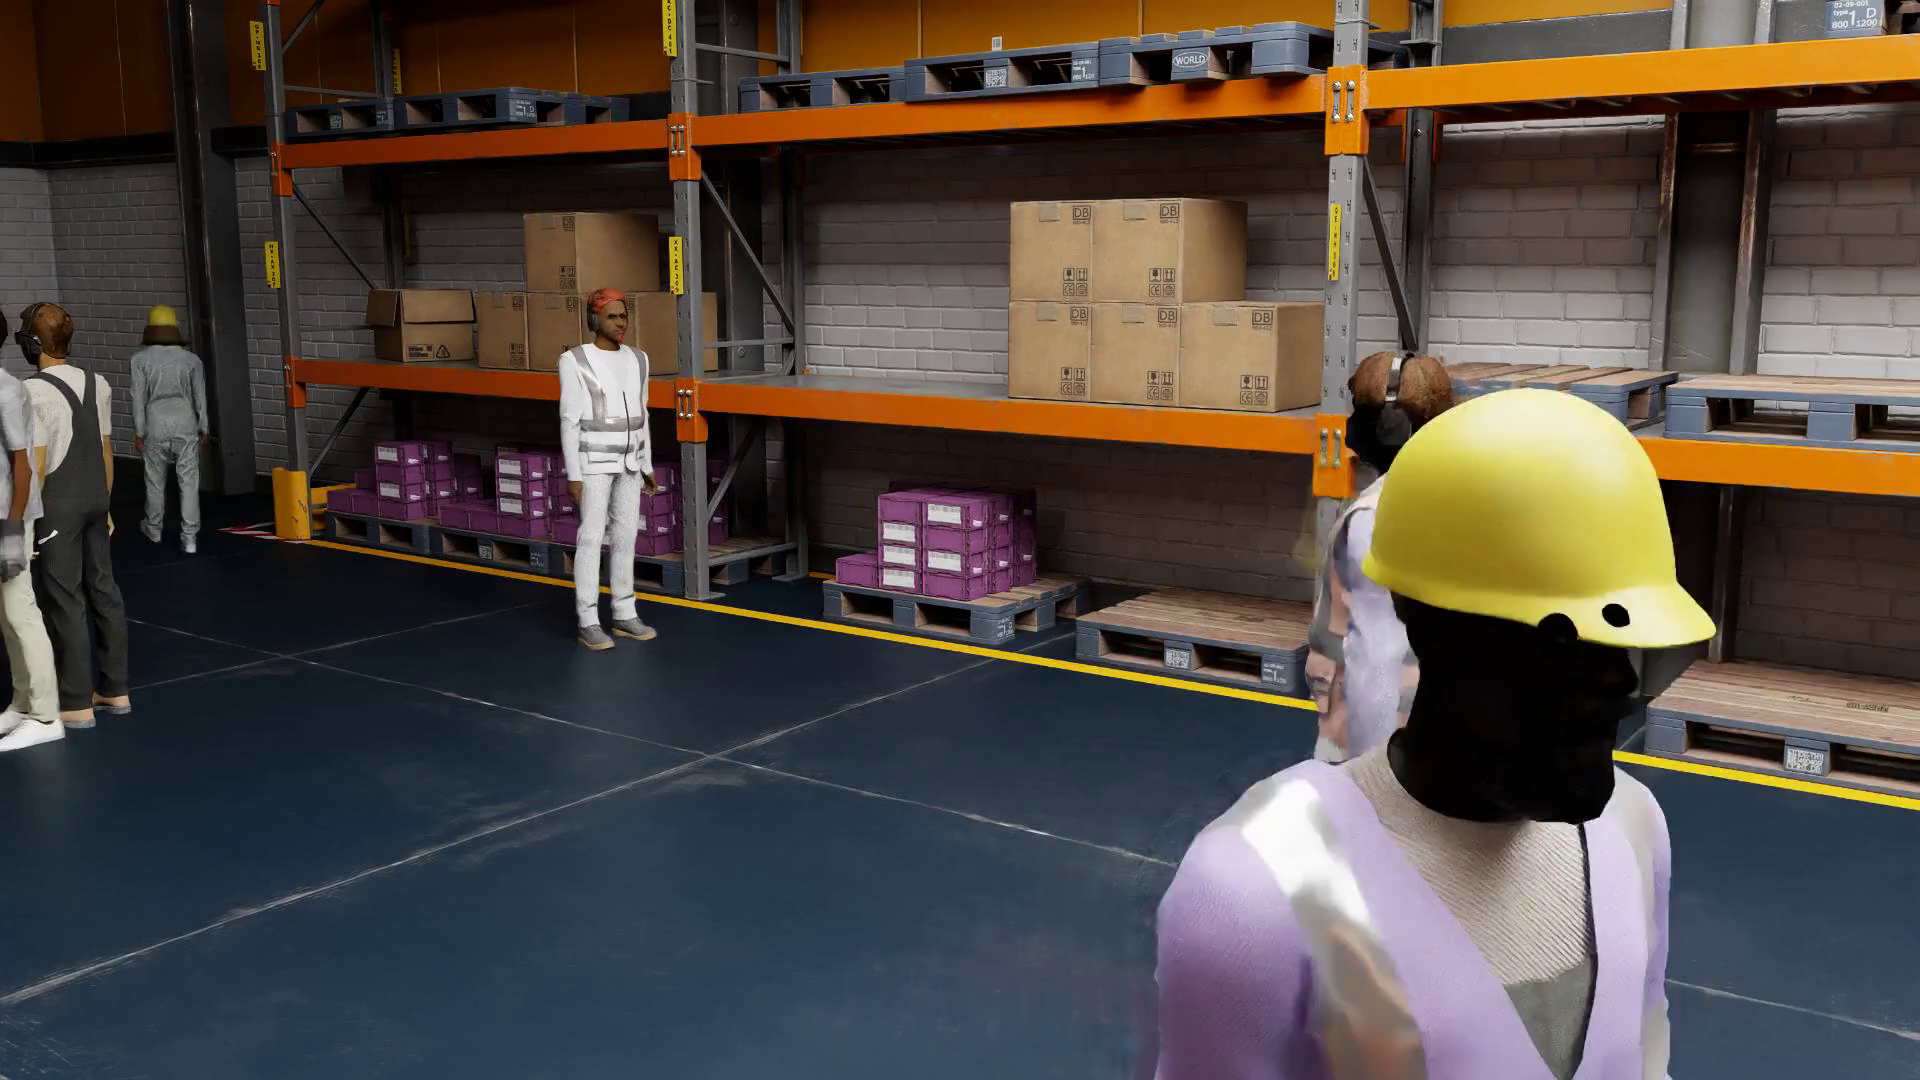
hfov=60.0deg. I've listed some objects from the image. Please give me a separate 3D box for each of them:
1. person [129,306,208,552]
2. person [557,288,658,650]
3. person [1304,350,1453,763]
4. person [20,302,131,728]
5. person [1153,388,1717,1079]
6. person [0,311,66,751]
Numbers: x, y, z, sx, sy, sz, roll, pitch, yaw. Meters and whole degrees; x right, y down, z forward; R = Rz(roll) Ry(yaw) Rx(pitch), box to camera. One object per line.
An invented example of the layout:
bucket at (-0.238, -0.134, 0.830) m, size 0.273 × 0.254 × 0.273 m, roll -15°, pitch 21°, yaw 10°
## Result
person at (-5.574, -0.788, 11.714) m, size 0.511 × 1.696 × 0.873 m, roll -7°, pitch 12°, yaw -36°
person at (-1.843, -0.377, 8.747) m, size 0.337 × 1.882 × 0.583 m, roll 7°, pitch 12°, yaw 38°
person at (1.114, 0.451, 4.014) m, size 0.735 × 1.819 × 0.632 m, roll 8°, pitch 12°, yaw 40°
person at (-3.883, -0.102, 7.224) m, size 0.344 × 1.847 × 0.505 m, roll 2°, pitch 10°, yaw 14°
person at (0.472, 0.824, 1.492) m, size 0.611 × 1.912 × 0.500 m, roll -7°, pitch 12°, yaw -36°
person at (-3.984, -0.058, 6.913) m, size 0.321 × 1.867 × 0.559 m, roll -8°, pitch 13°, yaw -41°
